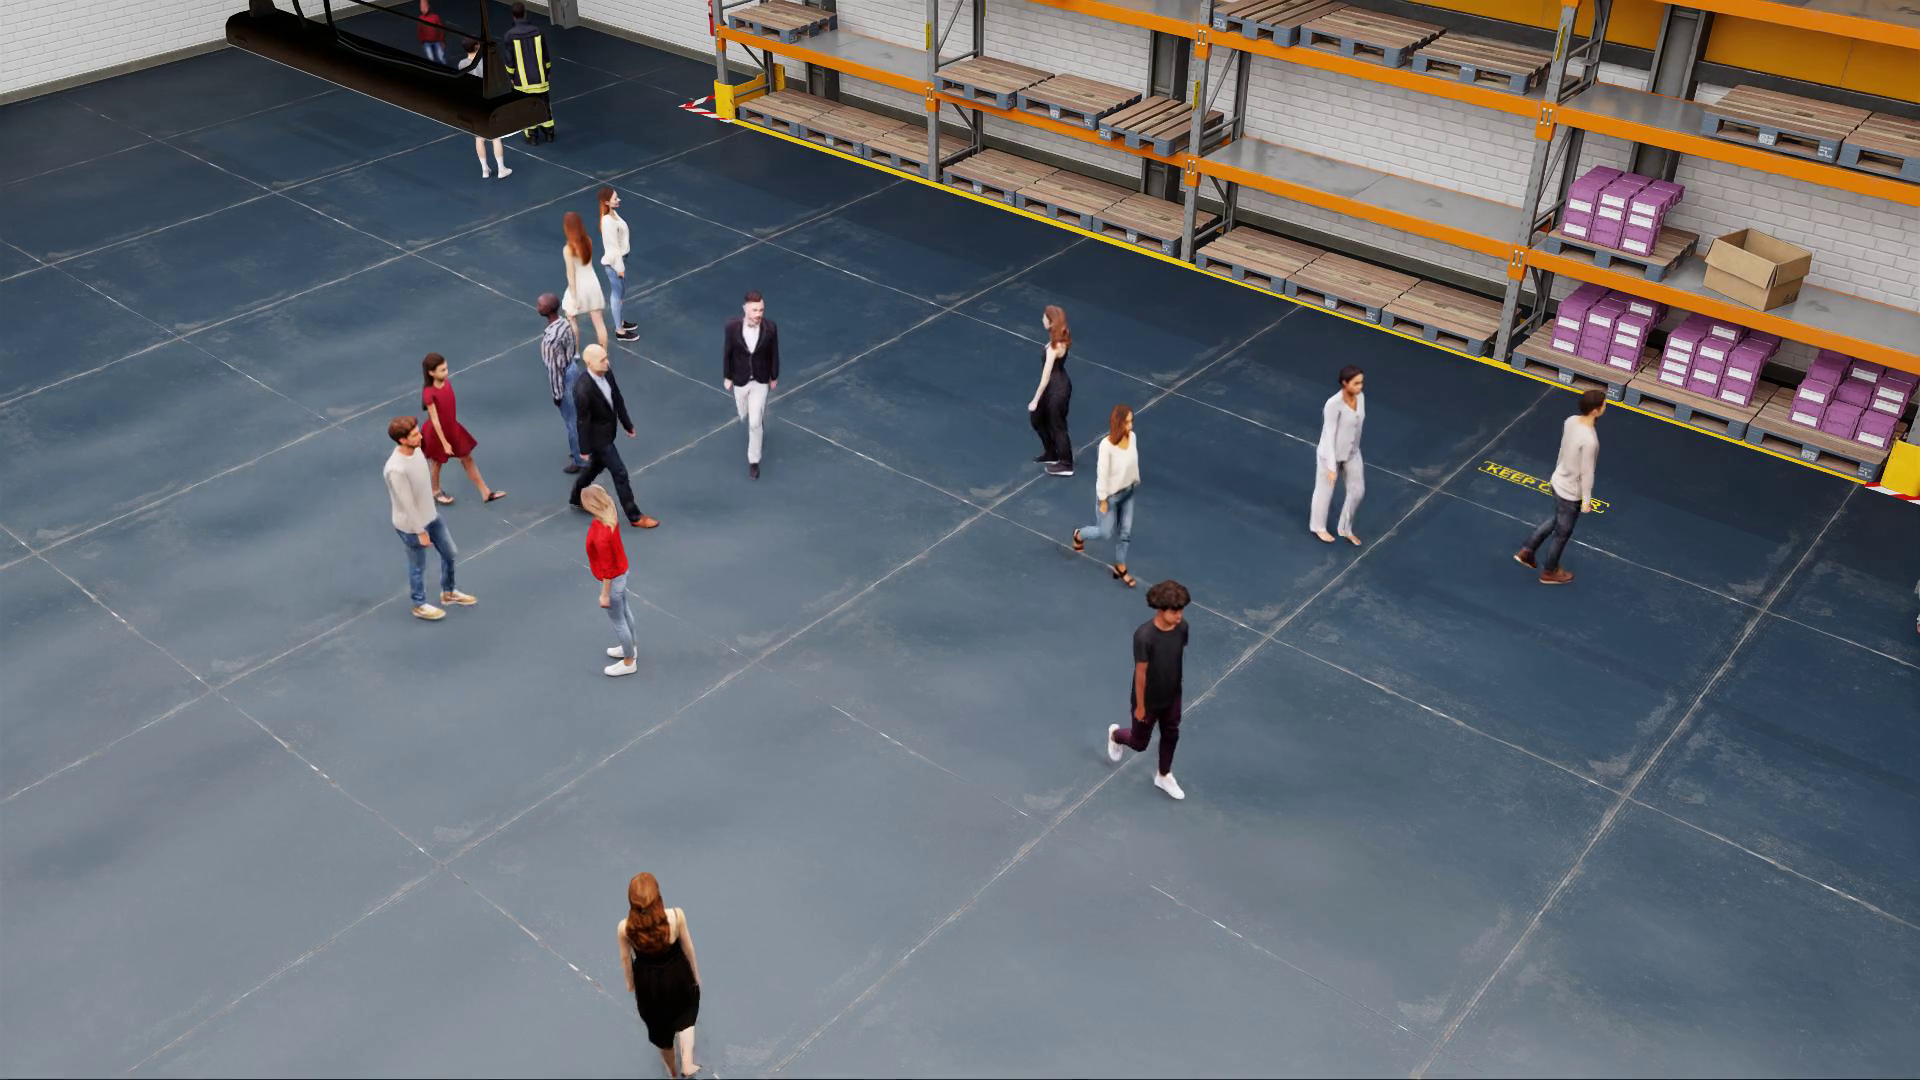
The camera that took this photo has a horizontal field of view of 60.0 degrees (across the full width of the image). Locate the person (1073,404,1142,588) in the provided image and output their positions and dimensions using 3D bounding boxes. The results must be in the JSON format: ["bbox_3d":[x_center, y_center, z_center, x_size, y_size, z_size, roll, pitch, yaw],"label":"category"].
[{"bbox_3d":[1.245,-0.406,13.990,0.701,1.666,0.946,-27,42,-34],"label":"person"}]

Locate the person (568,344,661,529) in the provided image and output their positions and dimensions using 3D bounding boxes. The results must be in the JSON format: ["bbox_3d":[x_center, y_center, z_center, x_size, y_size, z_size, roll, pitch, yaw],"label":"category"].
[{"bbox_3d":[-3.241,-0.936,14.694,1.279,1.770,1.023,8,34,12],"label":"person"}]

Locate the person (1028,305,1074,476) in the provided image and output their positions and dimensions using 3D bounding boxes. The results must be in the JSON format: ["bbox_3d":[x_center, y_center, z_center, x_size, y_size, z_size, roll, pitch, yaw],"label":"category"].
[{"bbox_3d":[0.983,-1.344,15.346,0.796,1.728,0.729,4,34,6],"label":"person"}]

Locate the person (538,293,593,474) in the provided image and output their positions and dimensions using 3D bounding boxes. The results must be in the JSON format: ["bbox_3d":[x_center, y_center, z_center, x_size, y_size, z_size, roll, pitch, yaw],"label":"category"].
[{"bbox_3d":[-3.668,-1.471,15.481,0.758,1.791,0.715,-1,34,-1],"label":"person"}]

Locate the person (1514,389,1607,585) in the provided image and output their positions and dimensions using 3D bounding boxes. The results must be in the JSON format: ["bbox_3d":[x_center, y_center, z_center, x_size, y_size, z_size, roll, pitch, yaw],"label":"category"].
[{"bbox_3d":[4.977,-0.415,13.835,0.927,1.854,0.863,-1,34,-1],"label":"person"}]

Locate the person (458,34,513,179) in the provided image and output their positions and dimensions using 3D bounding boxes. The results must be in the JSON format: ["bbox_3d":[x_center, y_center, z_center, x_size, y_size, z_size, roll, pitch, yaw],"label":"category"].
[{"bbox_3d":[-6.236,-5.643,21.697,0.696,1.857,0.801,3,34,5],"label":"person"}]

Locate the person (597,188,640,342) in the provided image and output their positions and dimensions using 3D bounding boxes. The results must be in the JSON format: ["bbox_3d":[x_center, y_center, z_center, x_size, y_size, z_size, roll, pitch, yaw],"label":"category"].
[{"bbox_3d":[-3.688,-2.968,17.821,0.761,1.692,0.685,-5,34,-8],"label":"person"}]

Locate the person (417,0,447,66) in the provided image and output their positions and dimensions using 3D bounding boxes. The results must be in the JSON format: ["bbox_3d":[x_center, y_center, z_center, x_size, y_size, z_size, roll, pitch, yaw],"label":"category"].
[{"bbox_3d":[-7.973,-7.556,25.123,0.659,1.250,0.723,-8,34,-12],"label":"person"}]

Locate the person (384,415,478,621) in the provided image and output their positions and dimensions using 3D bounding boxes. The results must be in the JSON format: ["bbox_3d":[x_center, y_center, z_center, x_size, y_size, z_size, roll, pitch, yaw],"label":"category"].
[{"bbox_3d":[-4.472,-0.161,13.427,0.884,1.882,0.828,5,34,7],"label":"person"}]

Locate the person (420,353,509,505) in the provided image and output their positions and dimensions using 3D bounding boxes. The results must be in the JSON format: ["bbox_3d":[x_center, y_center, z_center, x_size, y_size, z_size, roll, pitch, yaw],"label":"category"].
[{"bbox_3d":[-4.722,-0.974,14.980,1.073,1.516,0.779,12,35,18],"label":"person"}]

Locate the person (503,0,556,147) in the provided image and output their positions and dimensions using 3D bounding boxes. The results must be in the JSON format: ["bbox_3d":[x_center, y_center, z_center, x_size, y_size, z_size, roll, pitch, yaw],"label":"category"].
[{"bbox_3d":[-5.883,-6.379,22.744,0.870,1.924,0.826,-16,37,-23],"label":"person"}]

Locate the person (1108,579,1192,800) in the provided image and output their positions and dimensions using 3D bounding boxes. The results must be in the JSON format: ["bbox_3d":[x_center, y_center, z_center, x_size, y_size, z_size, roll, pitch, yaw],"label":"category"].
[{"bbox_3d":[1.351,1.023,11.751,0.795,1.766,1.006,-20,38,-27],"label":"person"}]

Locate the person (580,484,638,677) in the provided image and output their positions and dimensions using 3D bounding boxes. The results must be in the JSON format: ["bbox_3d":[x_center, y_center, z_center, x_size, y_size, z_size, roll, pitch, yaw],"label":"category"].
[{"bbox_3d":[-2.695,0.300,12.892,0.728,1.707,0.680,-1,34,-2],"label":"person"}]

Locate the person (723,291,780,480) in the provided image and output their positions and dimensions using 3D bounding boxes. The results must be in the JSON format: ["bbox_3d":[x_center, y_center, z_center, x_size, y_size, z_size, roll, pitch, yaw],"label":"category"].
[{"bbox_3d":[-1.943,-1.525,15.540,1.101,1.815,1.138,0,34,-1],"label":"person"}]

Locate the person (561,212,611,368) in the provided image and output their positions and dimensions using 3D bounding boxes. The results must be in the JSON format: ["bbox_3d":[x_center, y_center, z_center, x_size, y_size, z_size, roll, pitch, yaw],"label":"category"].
[{"bbox_3d":[-3.821,-2.553,17.200,0.861,1.688,0.582,27,42,35],"label":"person"}]

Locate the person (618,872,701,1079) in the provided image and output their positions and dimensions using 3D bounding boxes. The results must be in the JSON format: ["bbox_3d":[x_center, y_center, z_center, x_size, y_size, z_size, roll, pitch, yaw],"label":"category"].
[{"bbox_3d":[-1.698,2.580,9.544,0.746,1.616,0.816,-8,34,-12],"label":"person"}]

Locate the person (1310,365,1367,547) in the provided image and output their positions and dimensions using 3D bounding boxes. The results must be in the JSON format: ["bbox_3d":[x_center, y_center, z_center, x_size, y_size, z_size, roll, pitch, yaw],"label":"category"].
[{"bbox_3d":[3.240,-0.778,14.501,0.762,1.721,0.814,-18,38,-25],"label":"person"}]
